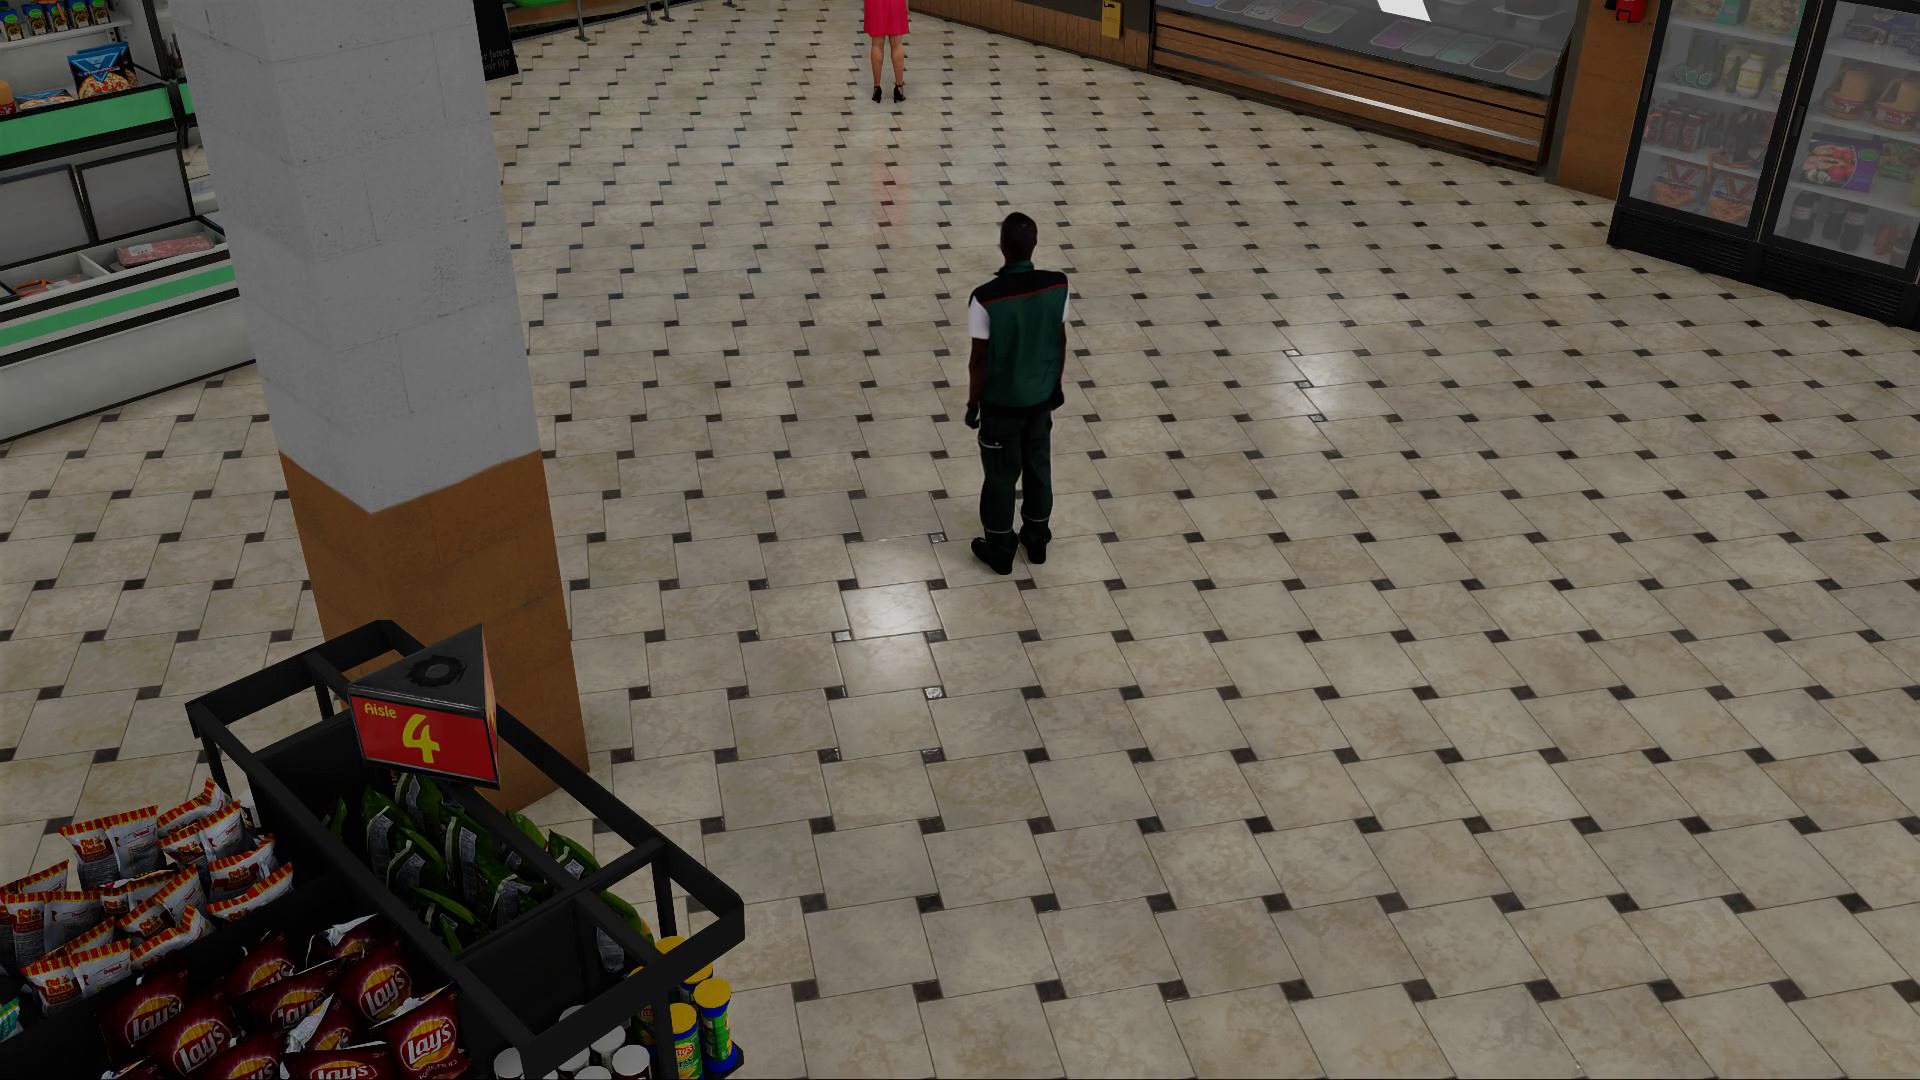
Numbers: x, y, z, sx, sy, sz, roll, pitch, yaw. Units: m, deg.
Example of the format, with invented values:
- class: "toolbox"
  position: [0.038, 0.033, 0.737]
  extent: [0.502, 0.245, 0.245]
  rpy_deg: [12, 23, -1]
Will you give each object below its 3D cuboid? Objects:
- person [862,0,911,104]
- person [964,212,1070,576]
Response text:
- class: "person"
  position: [-0.657, -4.697, 14.501]
  extent: [0.666, 1.728, 0.717]
  rpy_deg: [2, 32, 3]
- class: "person"
  position: [0.268, -0.682, 7.943]
  extent: [0.651, 1.839, 0.817]
  rpy_deg: [-15, 35, -23]
